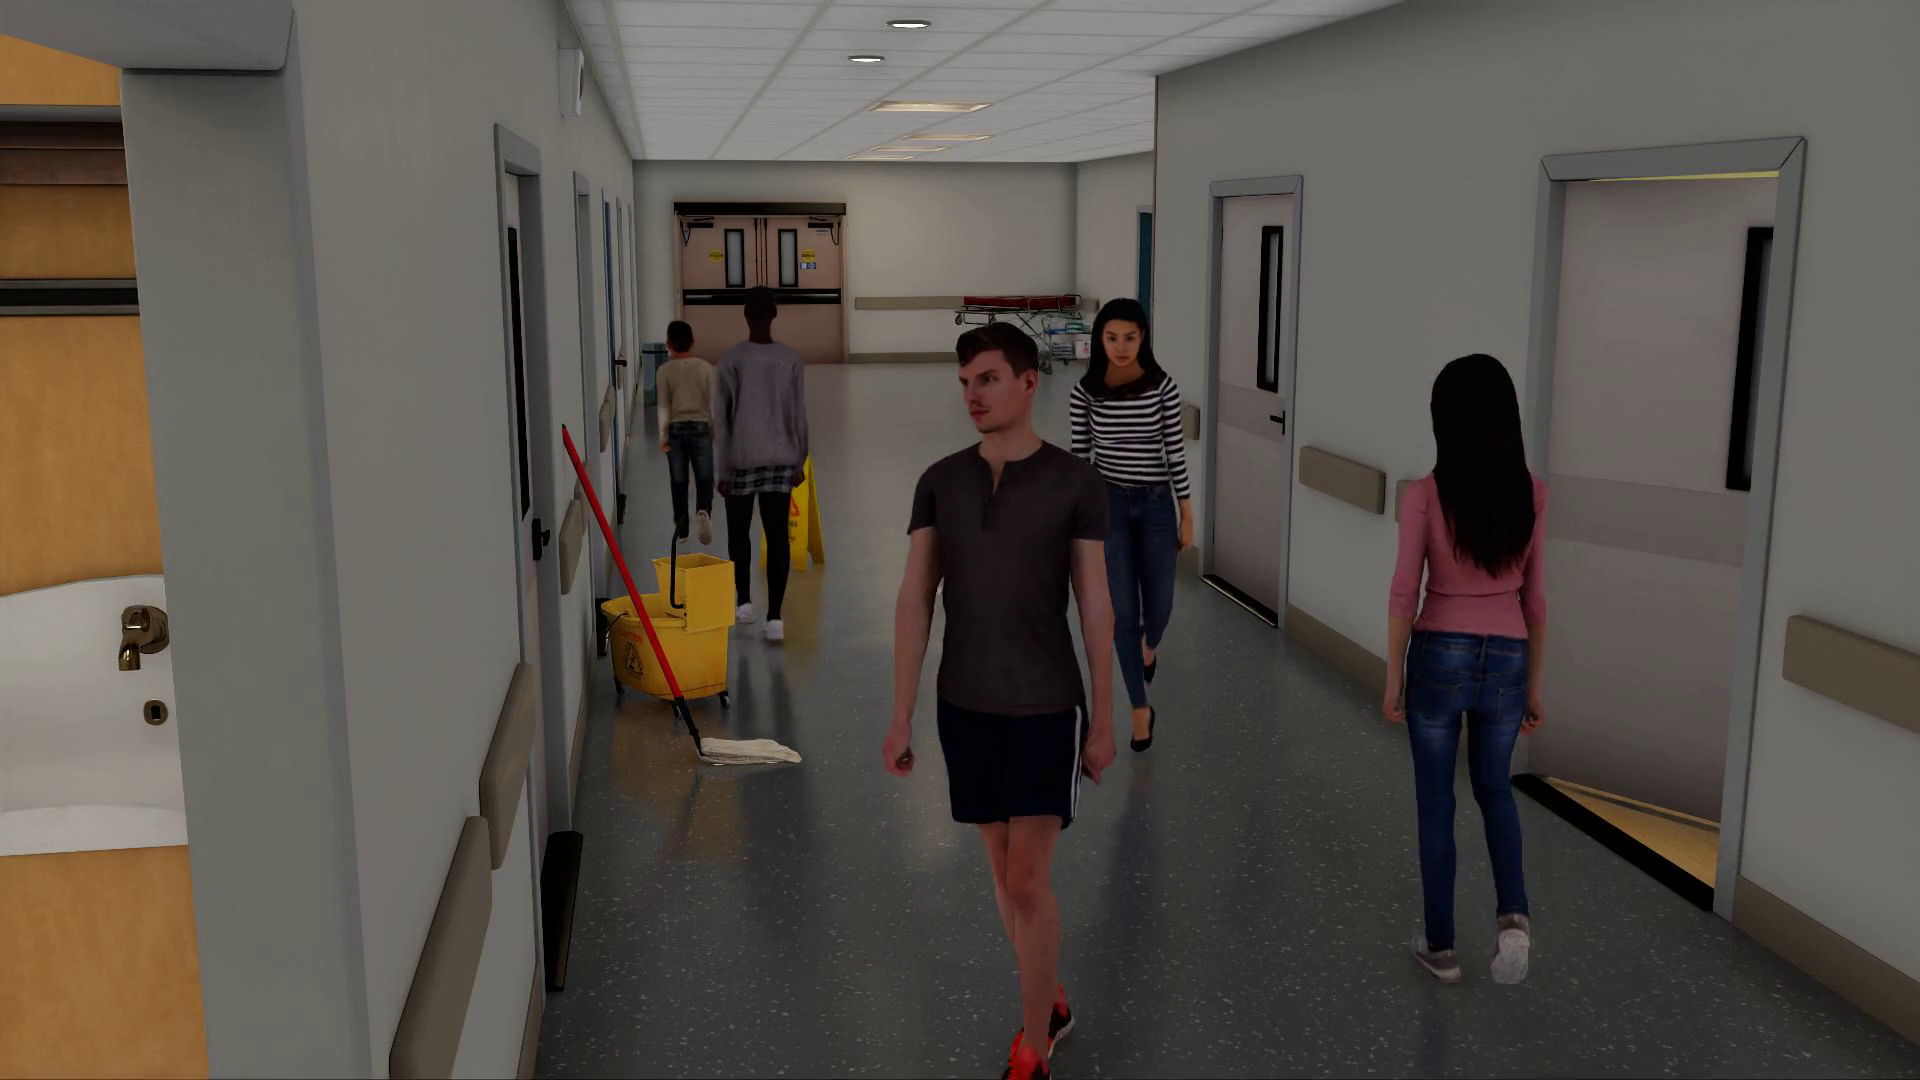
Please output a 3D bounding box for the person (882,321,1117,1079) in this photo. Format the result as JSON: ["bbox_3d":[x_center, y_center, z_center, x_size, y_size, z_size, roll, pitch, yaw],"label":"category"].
[{"bbox_3d":[0.162,0.400,4.058,0.910,1.830,1.002,5,12,23],"label":"person"}]

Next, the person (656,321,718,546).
[{"bbox_3d":[-1.727,-0.658,10.673,0.572,1.444,0.885,-3,11,-15],"label":"person"}]

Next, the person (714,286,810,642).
[{"bbox_3d":[-0.969,-0.360,8.269,0.730,1.753,0.890,-4,11,-19],"label":"person"}]

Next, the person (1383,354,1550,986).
[{"bbox_3d":[1.367,0.382,4.404,0.643,1.736,0.814,0,11,-2],"label":"person"}]

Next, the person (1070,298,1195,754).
[{"bbox_3d":[0.678,-0.059,6.603,0.799,1.767,0.955,1,11,3],"label":"person"}]
